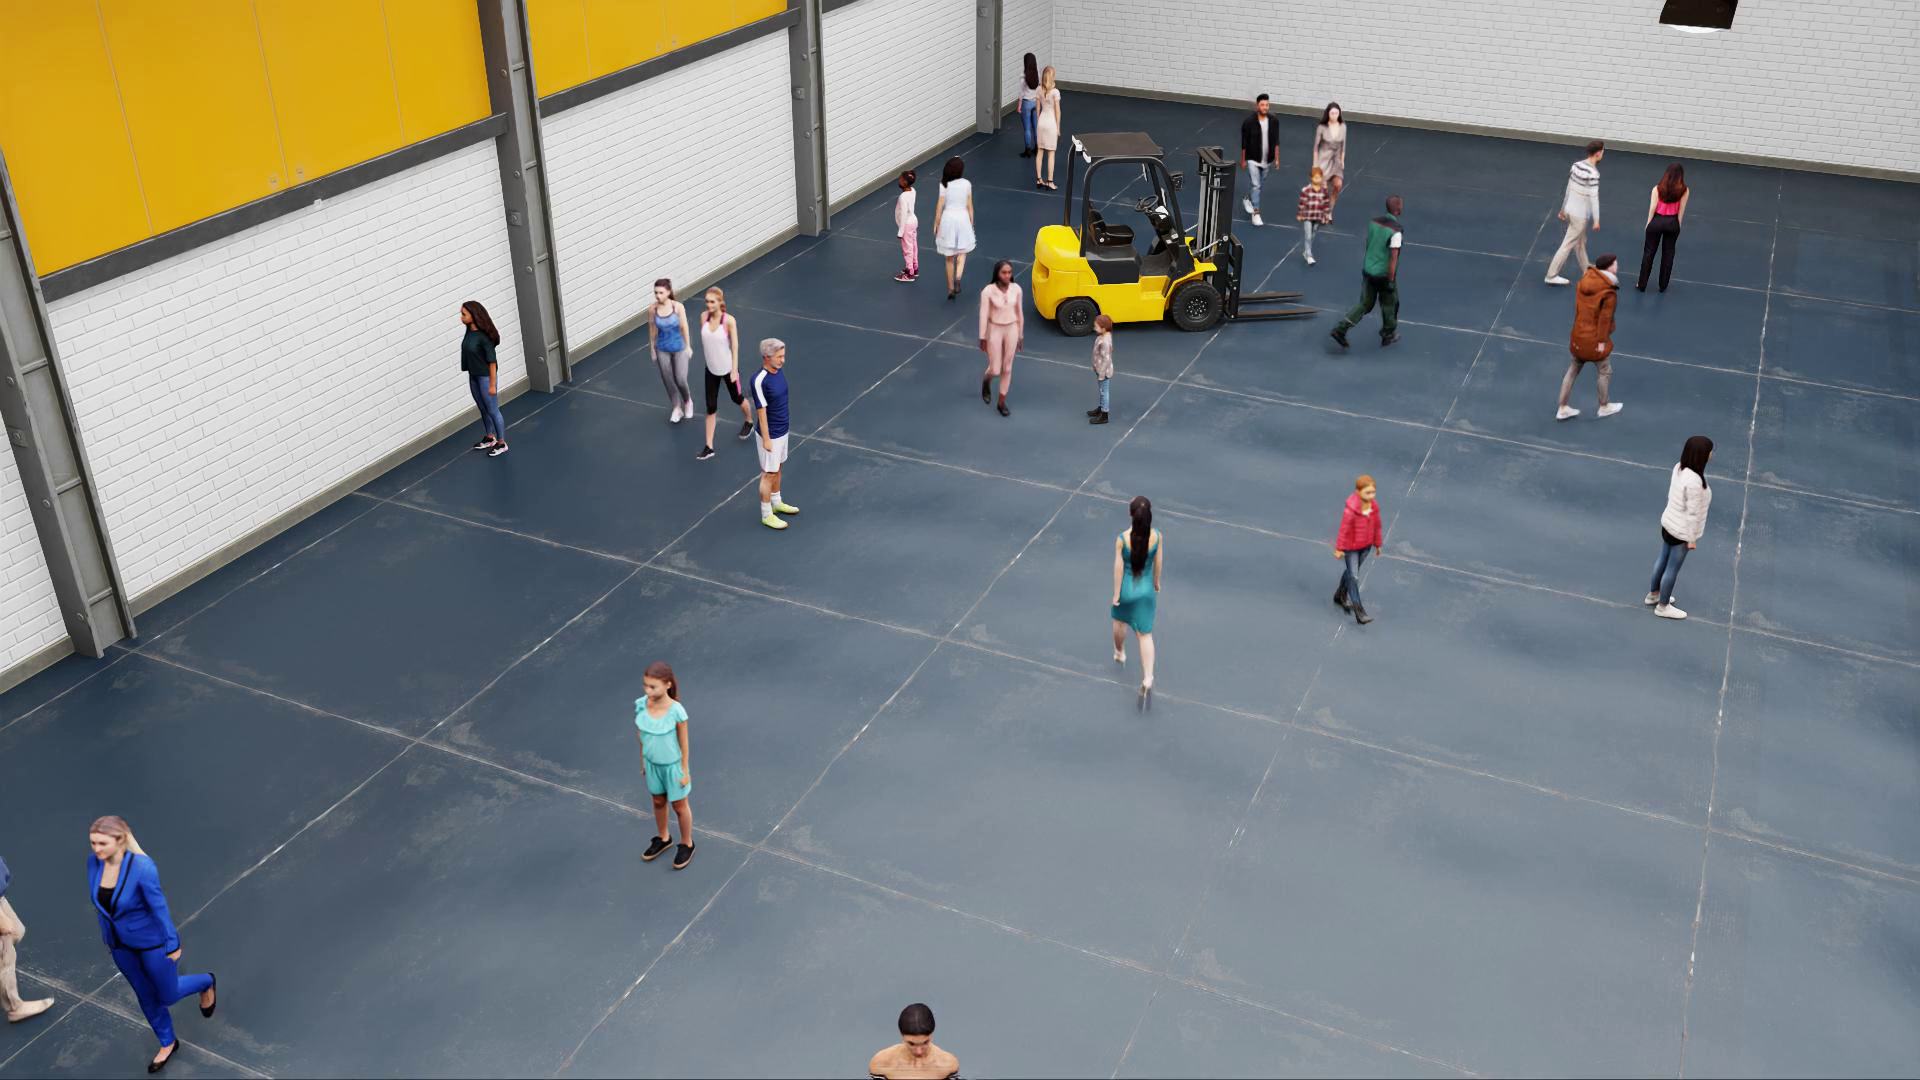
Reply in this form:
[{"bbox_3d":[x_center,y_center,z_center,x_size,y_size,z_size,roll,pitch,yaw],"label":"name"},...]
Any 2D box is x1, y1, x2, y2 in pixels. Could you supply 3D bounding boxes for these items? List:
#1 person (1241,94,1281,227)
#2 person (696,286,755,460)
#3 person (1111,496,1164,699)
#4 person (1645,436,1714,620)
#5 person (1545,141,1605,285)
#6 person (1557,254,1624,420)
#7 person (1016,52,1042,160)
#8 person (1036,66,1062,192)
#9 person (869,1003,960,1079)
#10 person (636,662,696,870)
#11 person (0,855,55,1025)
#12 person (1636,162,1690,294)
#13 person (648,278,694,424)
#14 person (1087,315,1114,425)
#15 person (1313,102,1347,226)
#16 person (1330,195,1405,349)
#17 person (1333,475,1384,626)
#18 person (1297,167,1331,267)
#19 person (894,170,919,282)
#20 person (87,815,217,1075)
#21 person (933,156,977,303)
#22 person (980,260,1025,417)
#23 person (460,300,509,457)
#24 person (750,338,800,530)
[{"bbox_3d":[4.205,-5.427,23.523,1.140,1.777,1.261,-7,29,-12],"label":"person"},{"bbox_3d":[-2.338,-1.734,16.799,0.600,1.731,1.167,12,31,21],"label":"person"},{"bbox_3d":[1.385,0.460,12.859,0.931,1.653,1.085,-5,29,-9],"label":"person"},{"bbox_3d":[6.042,-0.127,13.950,0.755,1.638,0.630,0,29,0],"label":"person"},{"bbox_3d":[7.745,-4.116,21.083,1.169,1.811,1.200,-3,29,-6],"label":"person"},{"bbox_3d":[6.514,-2.083,17.352,1.097,1.816,1.027,-11,31,-20],"label":"person"},{"bbox_3d":[1.116,-6.899,26.373,0.596,1.631,0.737,-22,36,-35],"label":"person"},{"bbox_3d":[1.296,-6.133,24.761,0.616,1.829,0.585,21,35,33],"label":"person"},{"bbox_3d":[-0.202,2.944,8.148,0.878,1.804,0.863,-2,29,-4],"label":"person"},{"bbox_3d":[-1.958,1.480,11.089,0.537,1.558,0.519,13,31,23],"label":"person"},{"bbox_3d":[-5.766,2.182,9.668,0.862,1.686,0.786,-20,34,-32],"label":"person"},{"bbox_3d":[8.847,-3.934,20.906,0.623,1.660,0.589,5,29,10],"label":"person"},{"bbox_3d":[-2.992,-2.006,17.438,0.656,1.596,0.672,3,29,5],"label":"person"},{"bbox_3d":[1.511,-1.812,17.508,0.612,1.190,0.516,-1,29,-1],"label":"person"},{"bbox_3d":[5.145,-5.286,23.311,0.732,1.732,0.749,-3,29,-5],"label":"person"},{"bbox_3d":[4.734,-3.032,19.106,1.298,1.802,1.174,-13,31,-22],"label":"person"},{"bbox_3d":[3.309,0.025,14.029,0.843,1.295,0.874,-13,31,-22],"label":"person"},{"bbox_3d":[4.643,-4.288,21.961,0.802,1.273,0.955,-2,29,-4],"label":"person"},{"bbox_3d":[-0.664,-4.054,21.356,0.616,1.441,0.450,11,30,19],"label":"person"},{"bbox_3d":[-4.635,2.244,9.549,0.726,1.691,0.873,7,29,12],"label":"person"},{"bbox_3d":[-0.025,-3.789,20.496,0.878,1.798,0.941,-5,29,-8],"label":"person"},{"bbox_3d":[0.409,-2.164,17.609,0.812,1.712,0.871,-11,31,-19],"label":"person"},{"bbox_3d":[-4.802,-1.642,16.751,0.681,1.616,0.699,25,37,38],"label":"person"},{"bbox_3d":[-1.736,-1.014,15.376,0.730,1.831,0.546,7,29,13],"label":"person"}]
